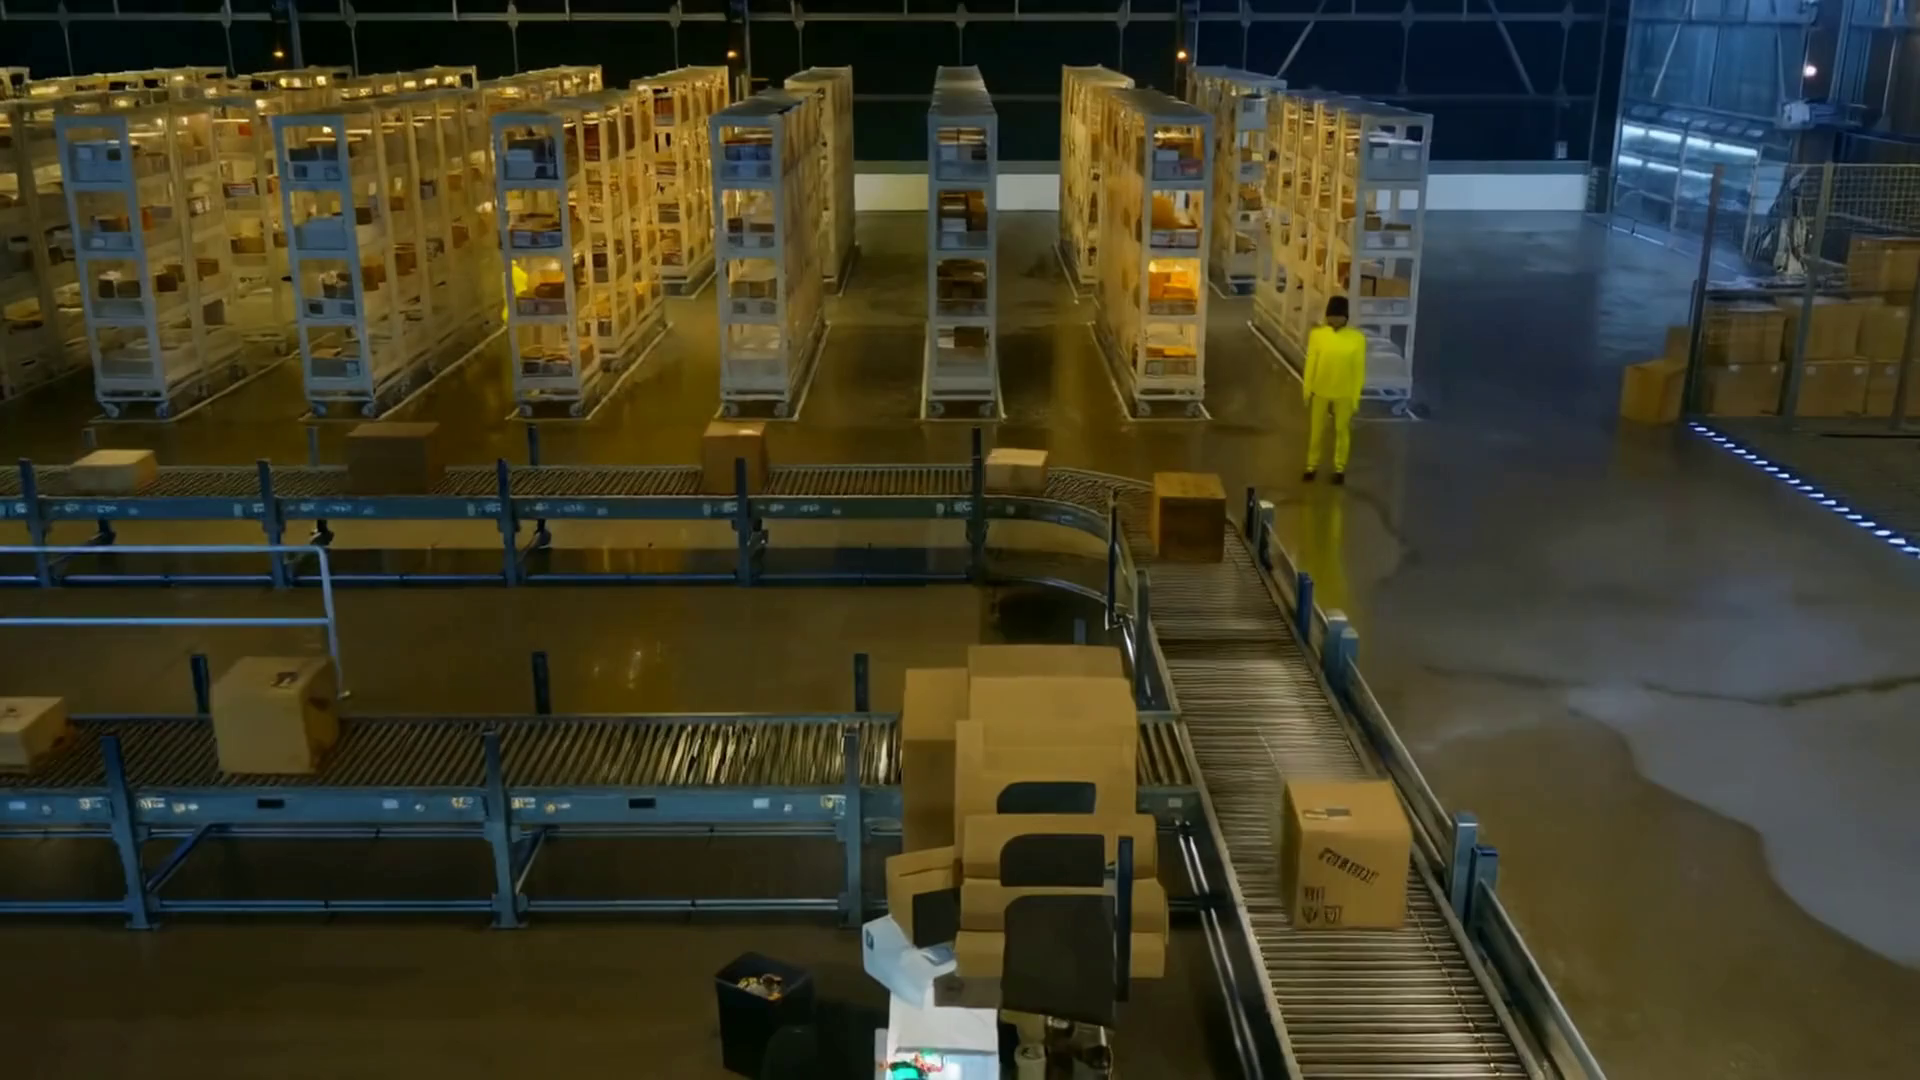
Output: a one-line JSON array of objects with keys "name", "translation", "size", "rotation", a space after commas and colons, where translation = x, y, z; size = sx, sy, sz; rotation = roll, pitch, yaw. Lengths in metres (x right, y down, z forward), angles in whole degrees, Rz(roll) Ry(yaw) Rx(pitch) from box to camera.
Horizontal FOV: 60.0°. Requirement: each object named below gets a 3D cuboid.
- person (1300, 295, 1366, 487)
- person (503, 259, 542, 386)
[{"name": "person", "translation": [3.832, -1.531, 17.130], "size": [0.617, 1.993, 0.396], "rotation": [9, 20, 27]}, {"name": "person", "translation": [-5.646, -2.948, 21.777], "size": [0.447, 1.823, 0.596], "rotation": [12, 21, 32]}]
